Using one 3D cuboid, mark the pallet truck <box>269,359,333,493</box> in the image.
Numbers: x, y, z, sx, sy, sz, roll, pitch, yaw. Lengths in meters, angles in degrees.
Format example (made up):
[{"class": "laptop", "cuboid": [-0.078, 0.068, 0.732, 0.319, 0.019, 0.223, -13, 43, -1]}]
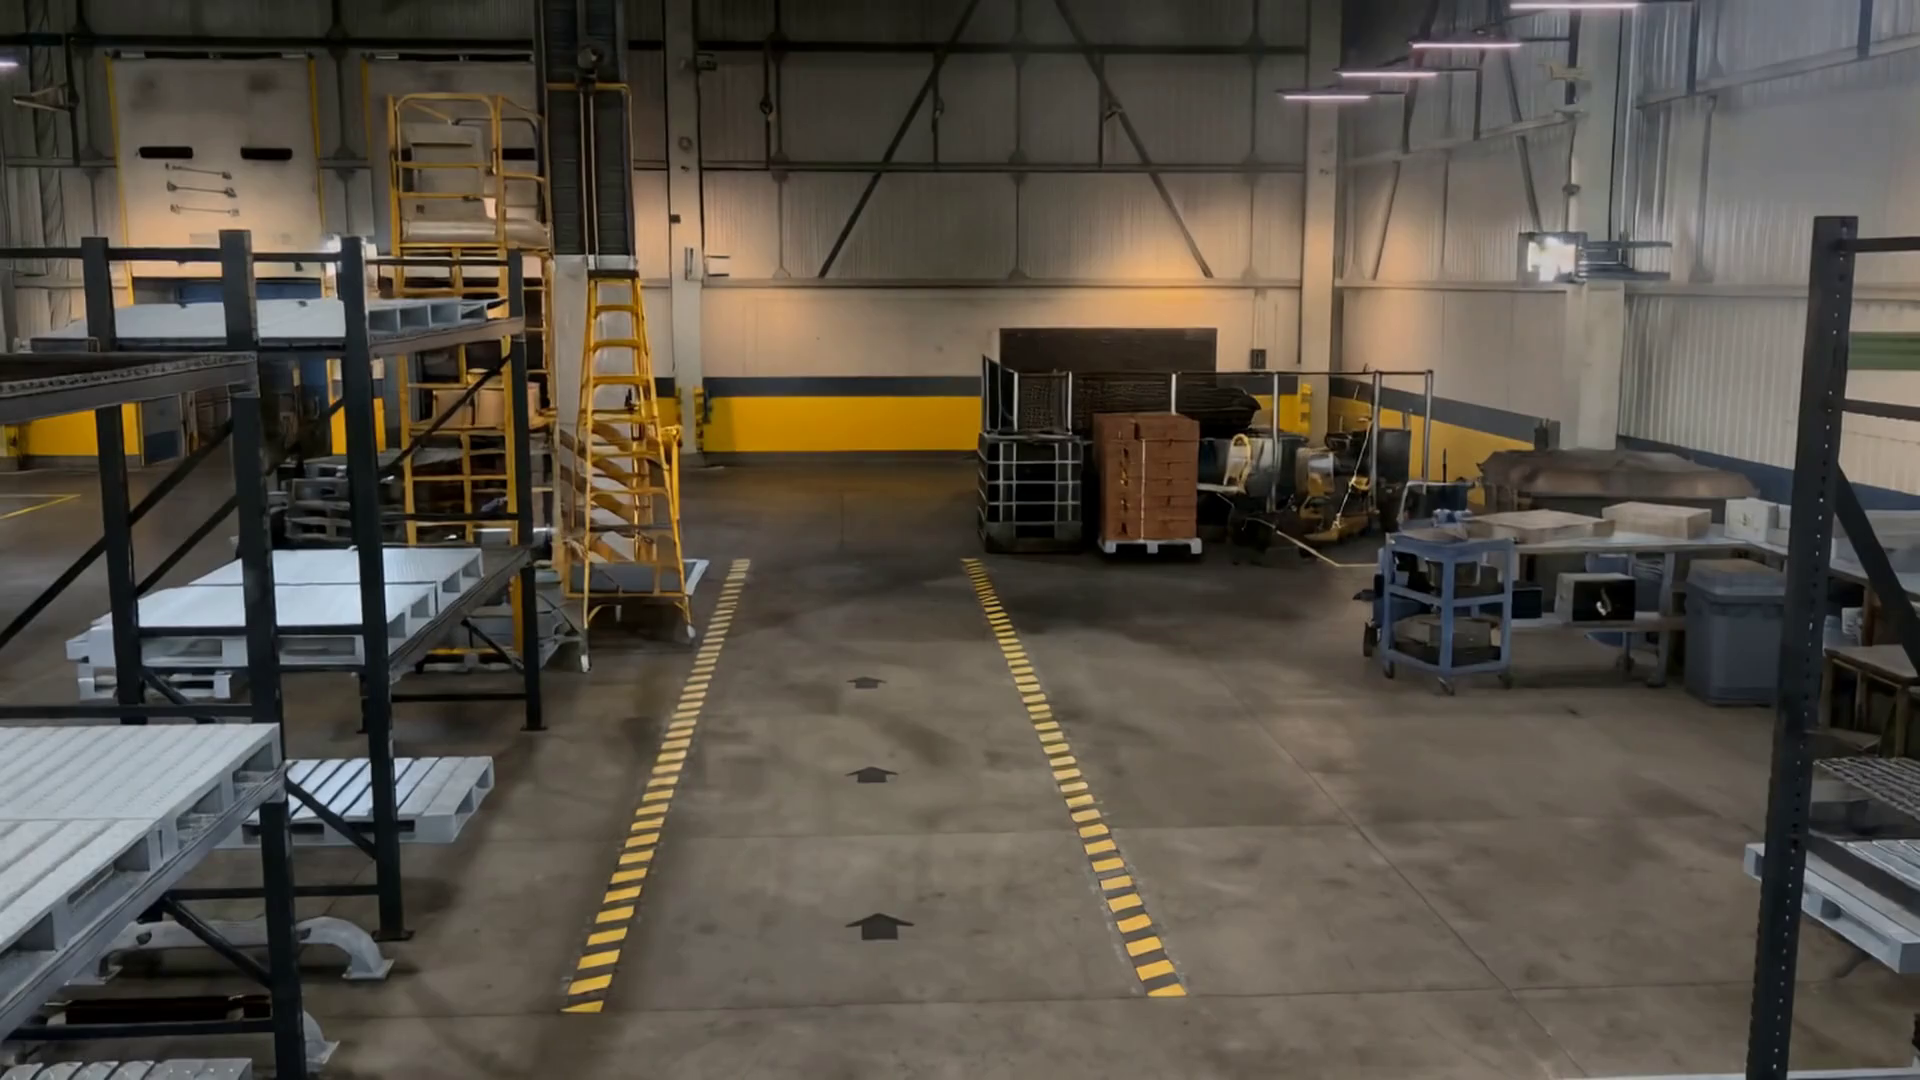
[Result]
[{"class": "pallet truck", "cuboid": [-7.062, -1.131, 18.996, 1.885, 1.965, 0.823, 2, 9, 13]}]
